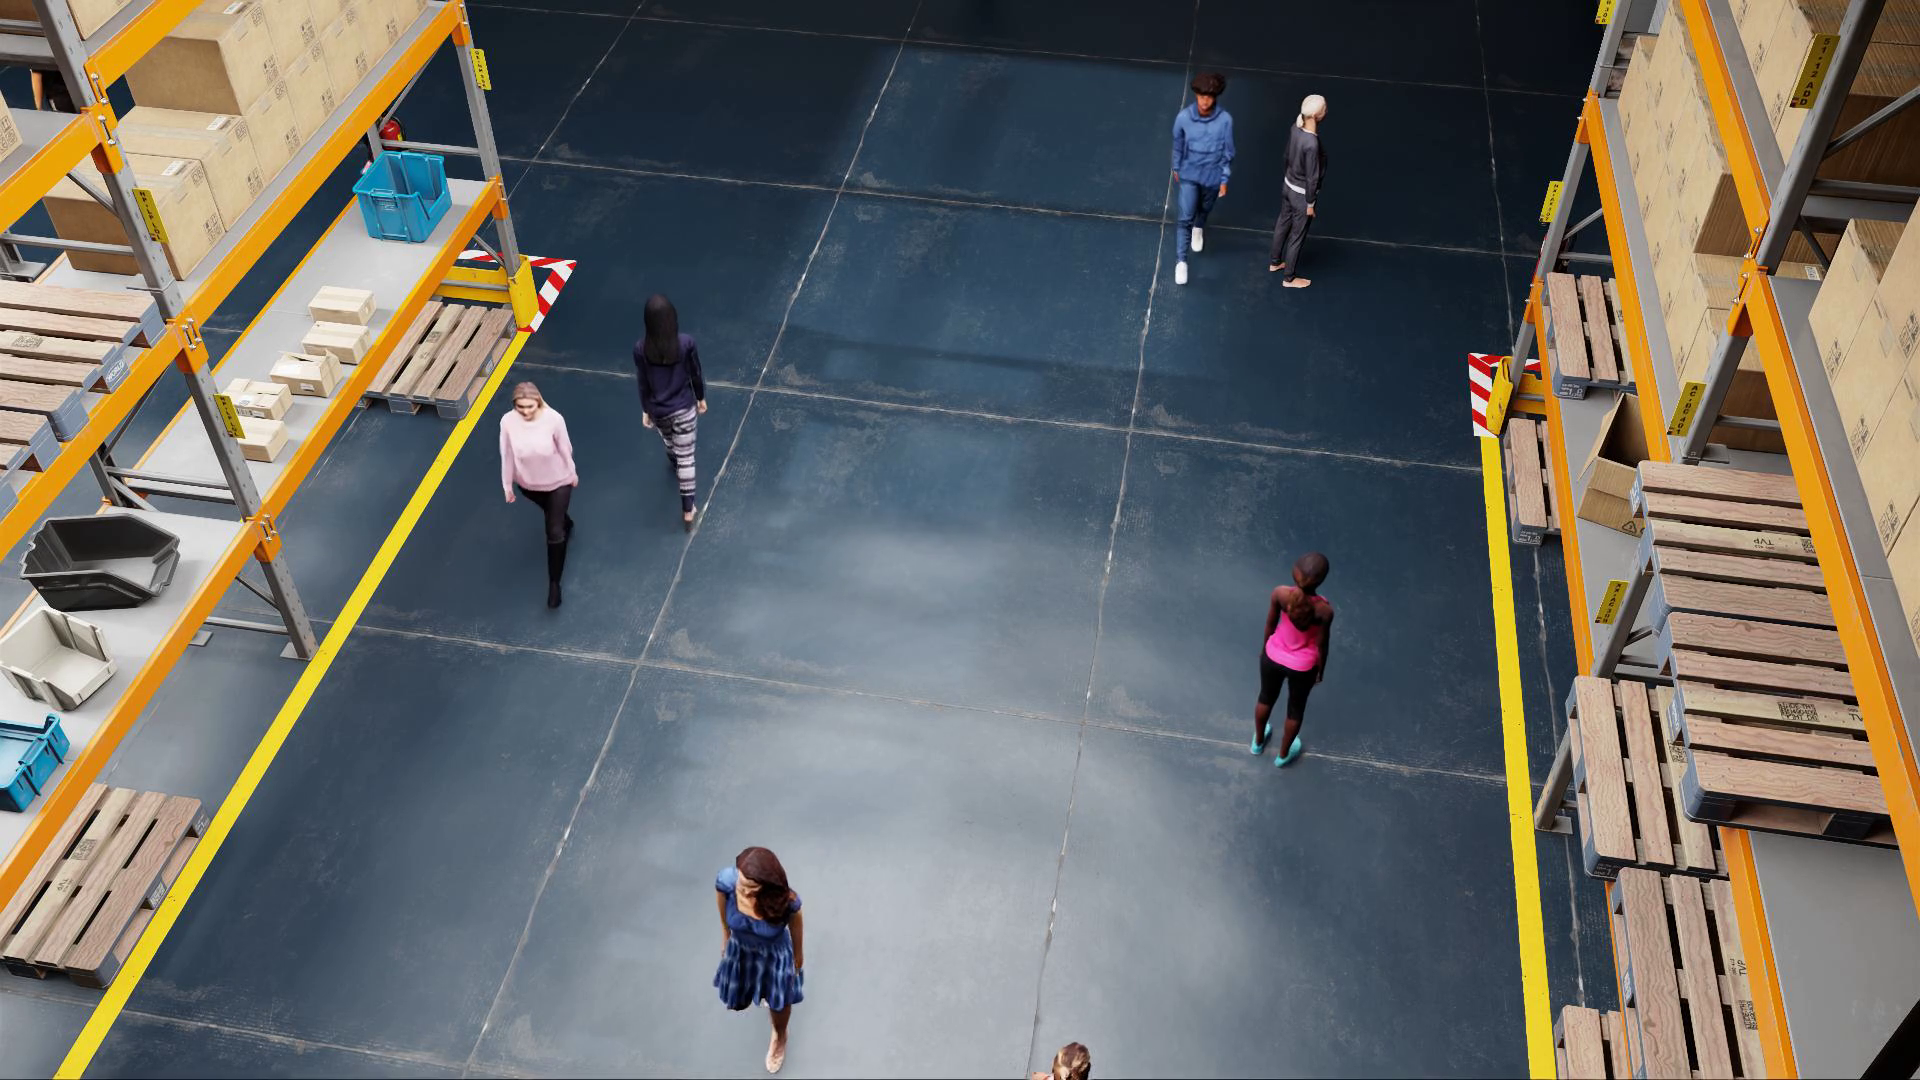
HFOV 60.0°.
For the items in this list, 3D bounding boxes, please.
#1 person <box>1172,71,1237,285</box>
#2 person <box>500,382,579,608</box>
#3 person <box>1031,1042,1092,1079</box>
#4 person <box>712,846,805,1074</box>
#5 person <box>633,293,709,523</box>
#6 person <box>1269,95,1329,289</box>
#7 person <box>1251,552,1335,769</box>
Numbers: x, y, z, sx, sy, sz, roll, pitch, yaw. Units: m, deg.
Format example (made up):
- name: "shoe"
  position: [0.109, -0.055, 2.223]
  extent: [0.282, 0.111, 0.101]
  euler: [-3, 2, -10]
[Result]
- name: "person"
  position: [2.051, -3.144, 14.045]
  extent: [0.757, 1.769, 1.138]
  euler: [3, 44, 3]
- name: "person"
  position: [-2.818, -0.456, 11.322]
  extent: [0.758, 1.633, 1.175]
  euler: [2, 44, 2]
- name: "person"
  position: [0.476, 2.899, 7.801]
  extent: [0.720, 1.633, 0.833]
  euler: [24, 49, 23]
- name: "person"
  position: [-0.990, 2.080, 8.543]
  extent: [0.711, 1.796, 0.792]
  euler: [11, 45, 12]
- name: "person"
  position: [-2.028, -0.893, 11.743]
  extent: [0.830, 1.686, 1.131]
  euler: [-5, 44, -6]
- name: "person"
  position: [2.831, -2.926, 13.848]
  extent: [0.751, 1.726, 0.615]
  euler: [-12, 45, -13]
- name: "person"
  position: [1.982, 0.735, 10.009]
  extent: [0.628, 1.721, 0.655]
  euler: [22, 48, 22]
